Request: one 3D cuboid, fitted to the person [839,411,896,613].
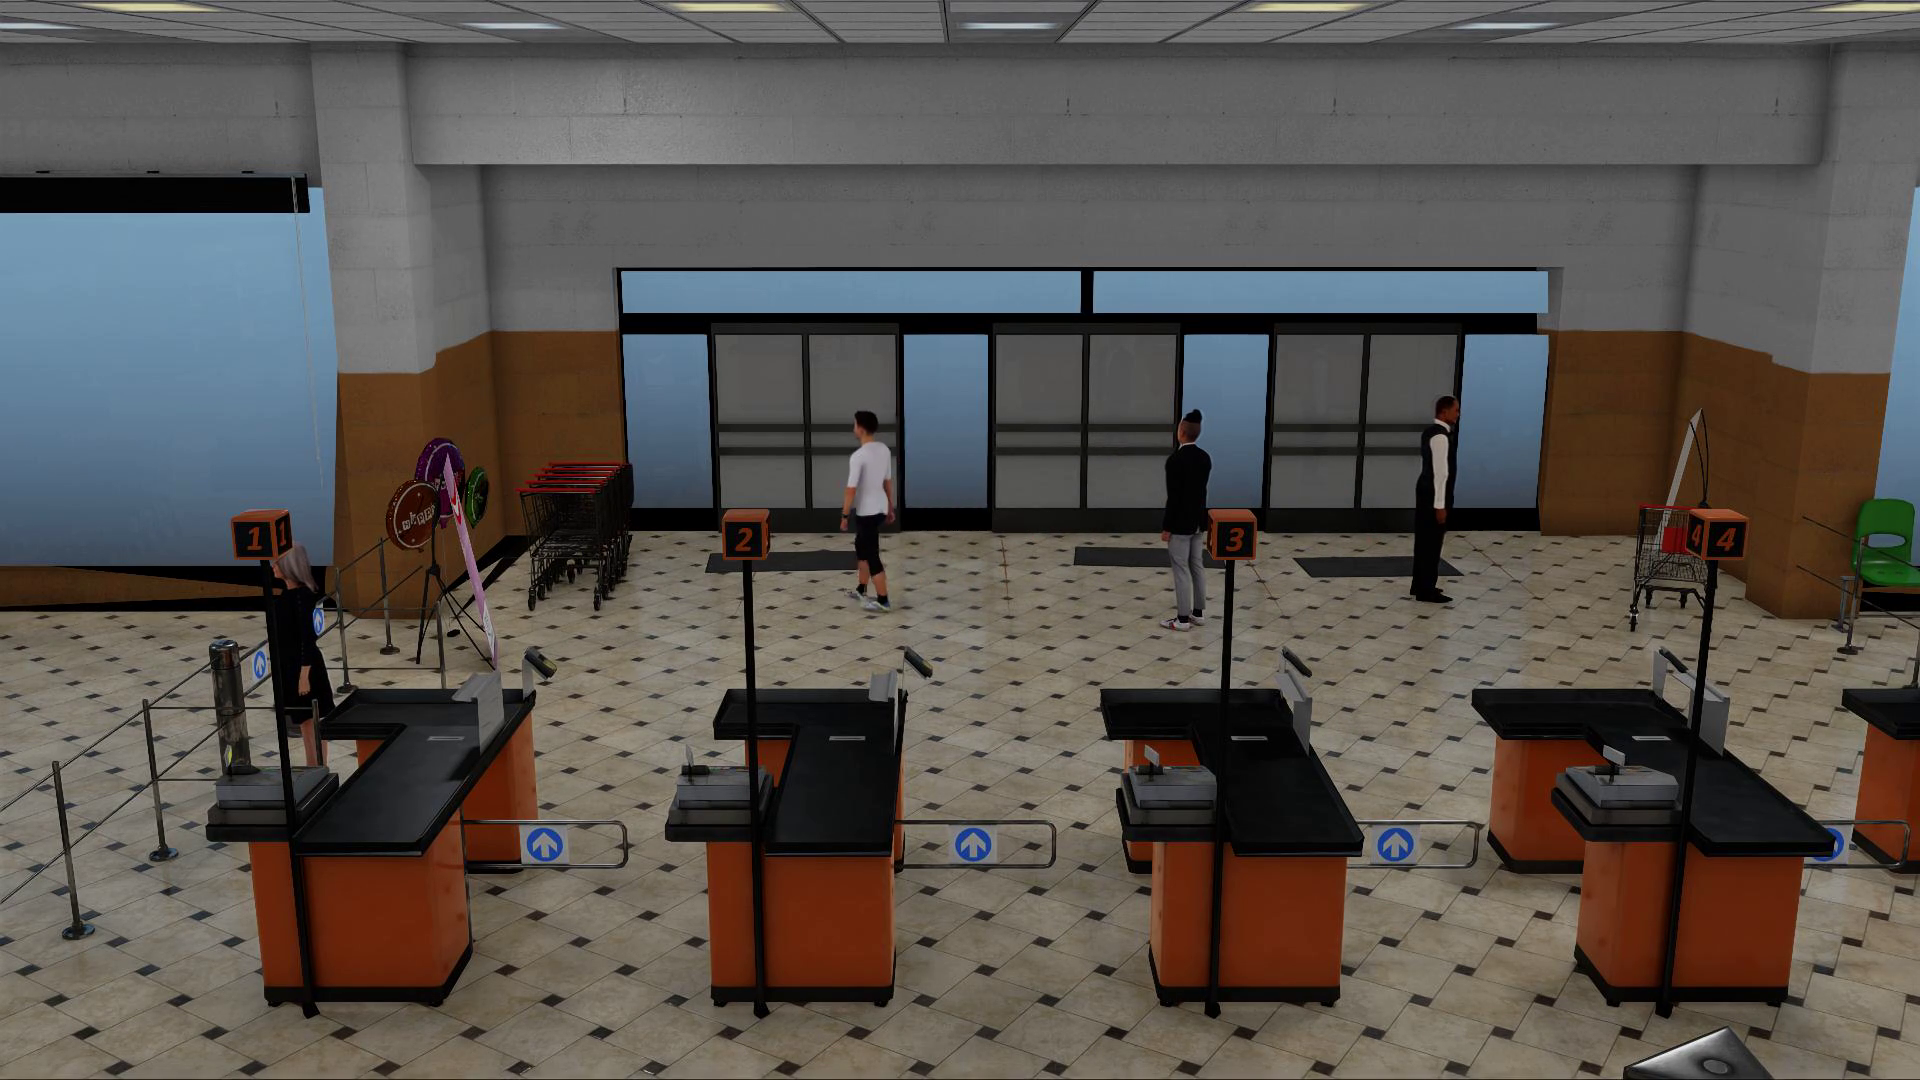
[{"bbox_3d":[-0.737,-0.240,15.045,1.001,1.832,0.957,9,16,32],"label":"person"}]

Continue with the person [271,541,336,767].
[{"bbox_3d":[-4.253,0.854,10.715,0.765,1.746,0.679,-10,17,-34],"label":"person"}]

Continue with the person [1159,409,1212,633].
[{"bbox_3d":[1.987,-0.183,14.559,0.783,1.950,0.842,-13,19,-43],"label":"person"}]

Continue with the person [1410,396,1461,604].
[{"bbox_3d":[4.414,-0.395,15.504,0.751,1.917,0.520,1,14,3],"label":"person"}]
